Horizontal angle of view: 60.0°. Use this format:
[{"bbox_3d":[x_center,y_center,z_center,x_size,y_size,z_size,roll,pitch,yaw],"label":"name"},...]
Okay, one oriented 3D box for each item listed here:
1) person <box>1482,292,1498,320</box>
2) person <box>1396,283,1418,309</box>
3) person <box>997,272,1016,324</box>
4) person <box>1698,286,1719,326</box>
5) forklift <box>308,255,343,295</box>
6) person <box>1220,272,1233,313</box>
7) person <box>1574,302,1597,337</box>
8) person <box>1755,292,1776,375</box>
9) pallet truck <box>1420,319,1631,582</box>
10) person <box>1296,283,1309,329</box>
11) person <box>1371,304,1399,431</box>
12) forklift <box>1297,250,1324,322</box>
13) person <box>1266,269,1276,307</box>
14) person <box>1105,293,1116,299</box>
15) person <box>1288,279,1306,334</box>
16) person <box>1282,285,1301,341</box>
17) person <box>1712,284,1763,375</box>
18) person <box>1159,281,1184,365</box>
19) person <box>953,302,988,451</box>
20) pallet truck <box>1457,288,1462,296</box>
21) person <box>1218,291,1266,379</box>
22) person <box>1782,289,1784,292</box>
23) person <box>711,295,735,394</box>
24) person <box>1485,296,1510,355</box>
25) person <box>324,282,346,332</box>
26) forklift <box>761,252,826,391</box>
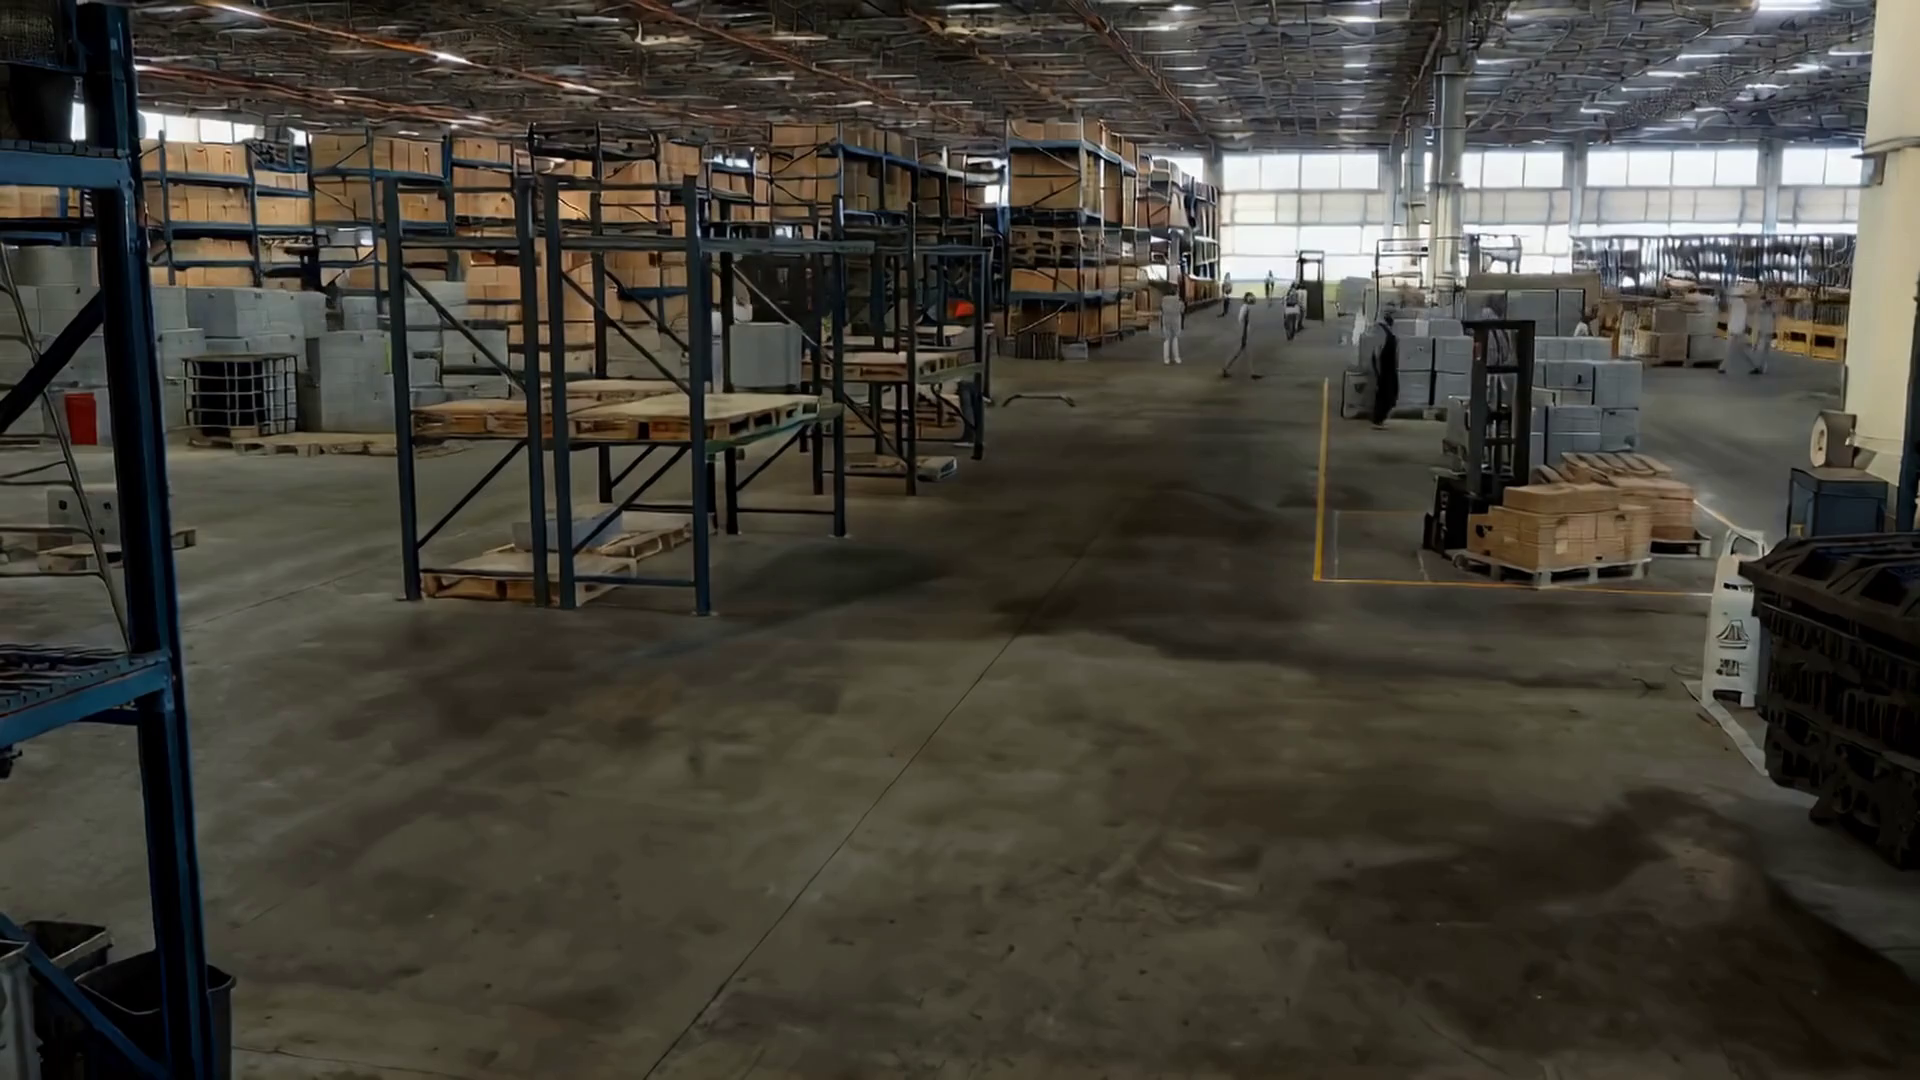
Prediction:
[{"bbox_3d":[12.665,-5.067,39.718,0.548,1.682,0.388,-8,12,-39],"label":"person"},{"bbox_3d":[9.039,-4.213,33.635,0.987,2.000,0.687,7,12,37],"label":"person"},{"bbox_3d":[1.837,-9.272,63.789,1.040,1.989,0.619,-6,12,-34],"label":"person"},{"bbox_3d":[21.026,-6.277,46.757,0.538,1.745,0.788,3,10,19],"label":"person"},{"bbox_3d":[-19.341,-7.520,50.737,1.129,2.768,1.873,2,10,12],"label":"forklift"},{"bbox_3d":[12.214,-11.345,76.308,0.571,1.888,0.957,2,10,9],"label":"person"},{"bbox_3d":[8.840,-2.422,23.539,0.323,1.871,0.530,2,10,10],"label":"person"},{"bbox_3d":[17.349,-4.436,35.769,0.531,1.768,0.311,-7,12,-34],"label":"person"},{"bbox_3d":[4.543,-0.757,13.299,0.823,1.965,1.885,-4,10,-22],"label":"pallet truck"},{"bbox_3d":[12.150,-8.249,58.759,0.403,1.617,0.521,3,10,17],"label":"person"},{"bbox_3d":[6.120,-2.467,23.922,0.398,1.828,0.525,8,12,40],"label":"person"},{"bbox_3d":[13.778,-10.002,65.433,1.129,2.768,1.873,2,10,12],"label":"forklift"},{"bbox_3d":[16.267,-13.185,87.038,0.615,1.945,0.404,-5,11,-26],"label":"person"},{"bbox_3d":[7.348,-12.200,81.569,0.641,1.824,0.560,1,10,6],"label":"person"},{"bbox_3d":[11.113,-7.705,54.961,0.593,1.820,0.430,1,10,7],"label":"person"},{"bbox_3d":[10.055,-6.882,50.473,0.555,1.684,0.364,0,10,2],"label":"person"},{"bbox_3d":[16.651,-4.465,35.430,0.906,1.952,0.623,7,12,35],"label":"person"},{"bbox_3d":[4.975,-5.093,39.065,0.603,1.966,0.367,4,11,25],"label":"person"},{"bbox_3d":[0.118,-2.115,21.572,0.382,1.919,0.584,7,12,34],"label":"person"},{"bbox_3d":[20.506,-9.785,68.819,0.653,1.274,1.630,2,10,12],"label":"pallet truck"},{"bbox_3d":[5.824,-4.223,34.357,0.929,1.831,0.519,-1,10,-5],"label":"person"},{"bbox_3d":[43.958,-13.367,88.467,0.373,1.833,0.563,-8,12,-39],"label":"person"},{"bbox_3d":[-4.064,-3.205,28.199,0.598,1.866,0.619,1,10,8],"label":"person"},{"bbox_3d":[8.881,-3.071,27.364,0.966,1.865,0.634,6,11,32],"label":"person"},{"bbox_3d":[-15.450,-5.393,41.026,0.592,1.910,0.386,-8,13,-41],"label":"person"},{"bbox_3d":[-3.276,-4.250,31.370,1.129,2.768,1.873,2,10,12],"label":"forklift"}]
